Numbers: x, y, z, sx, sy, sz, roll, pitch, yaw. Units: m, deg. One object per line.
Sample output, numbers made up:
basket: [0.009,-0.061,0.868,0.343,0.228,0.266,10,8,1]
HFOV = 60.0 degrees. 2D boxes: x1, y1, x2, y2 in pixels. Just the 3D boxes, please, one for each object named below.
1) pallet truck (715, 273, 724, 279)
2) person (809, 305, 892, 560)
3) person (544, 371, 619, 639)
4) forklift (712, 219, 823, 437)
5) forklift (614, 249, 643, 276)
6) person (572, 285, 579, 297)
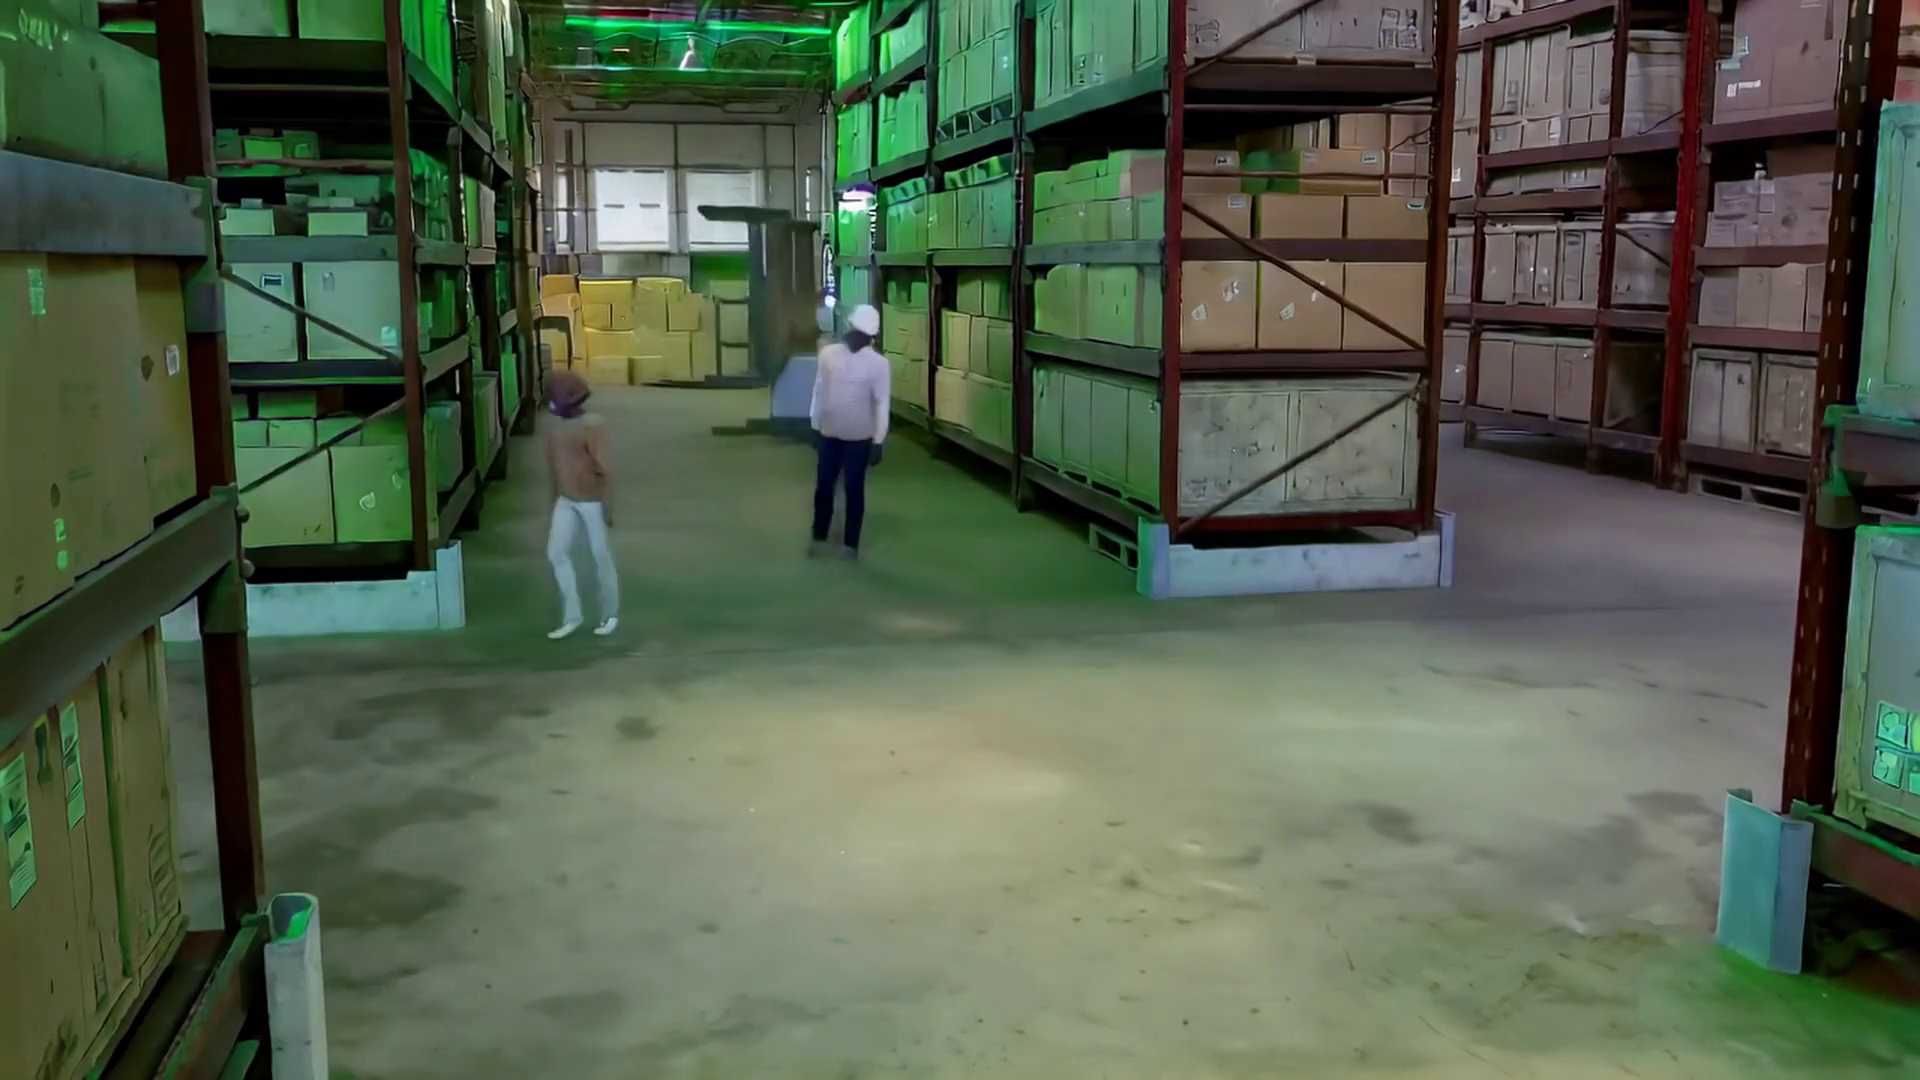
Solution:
pallet truck: [-8.580,-8.986,62.280,1.885,1.965,0.823,1,9,5]
person: [-0.845,-0.795,12.557,0.692,1.940,0.463,2,10,13]
person: [-2.284,-0.203,9.928,0.607,1.595,0.590,6,11,33]
forklift: [-2.139,-2.736,21.503,1.873,2.768,1.129,3,10,18]
forklift: [-11.057,-8.346,55.695,1.129,2.768,1.873,3,10,16]
person: [-13.244,-7.990,57.360,0.757,1.606,0.542,9,13,42]
